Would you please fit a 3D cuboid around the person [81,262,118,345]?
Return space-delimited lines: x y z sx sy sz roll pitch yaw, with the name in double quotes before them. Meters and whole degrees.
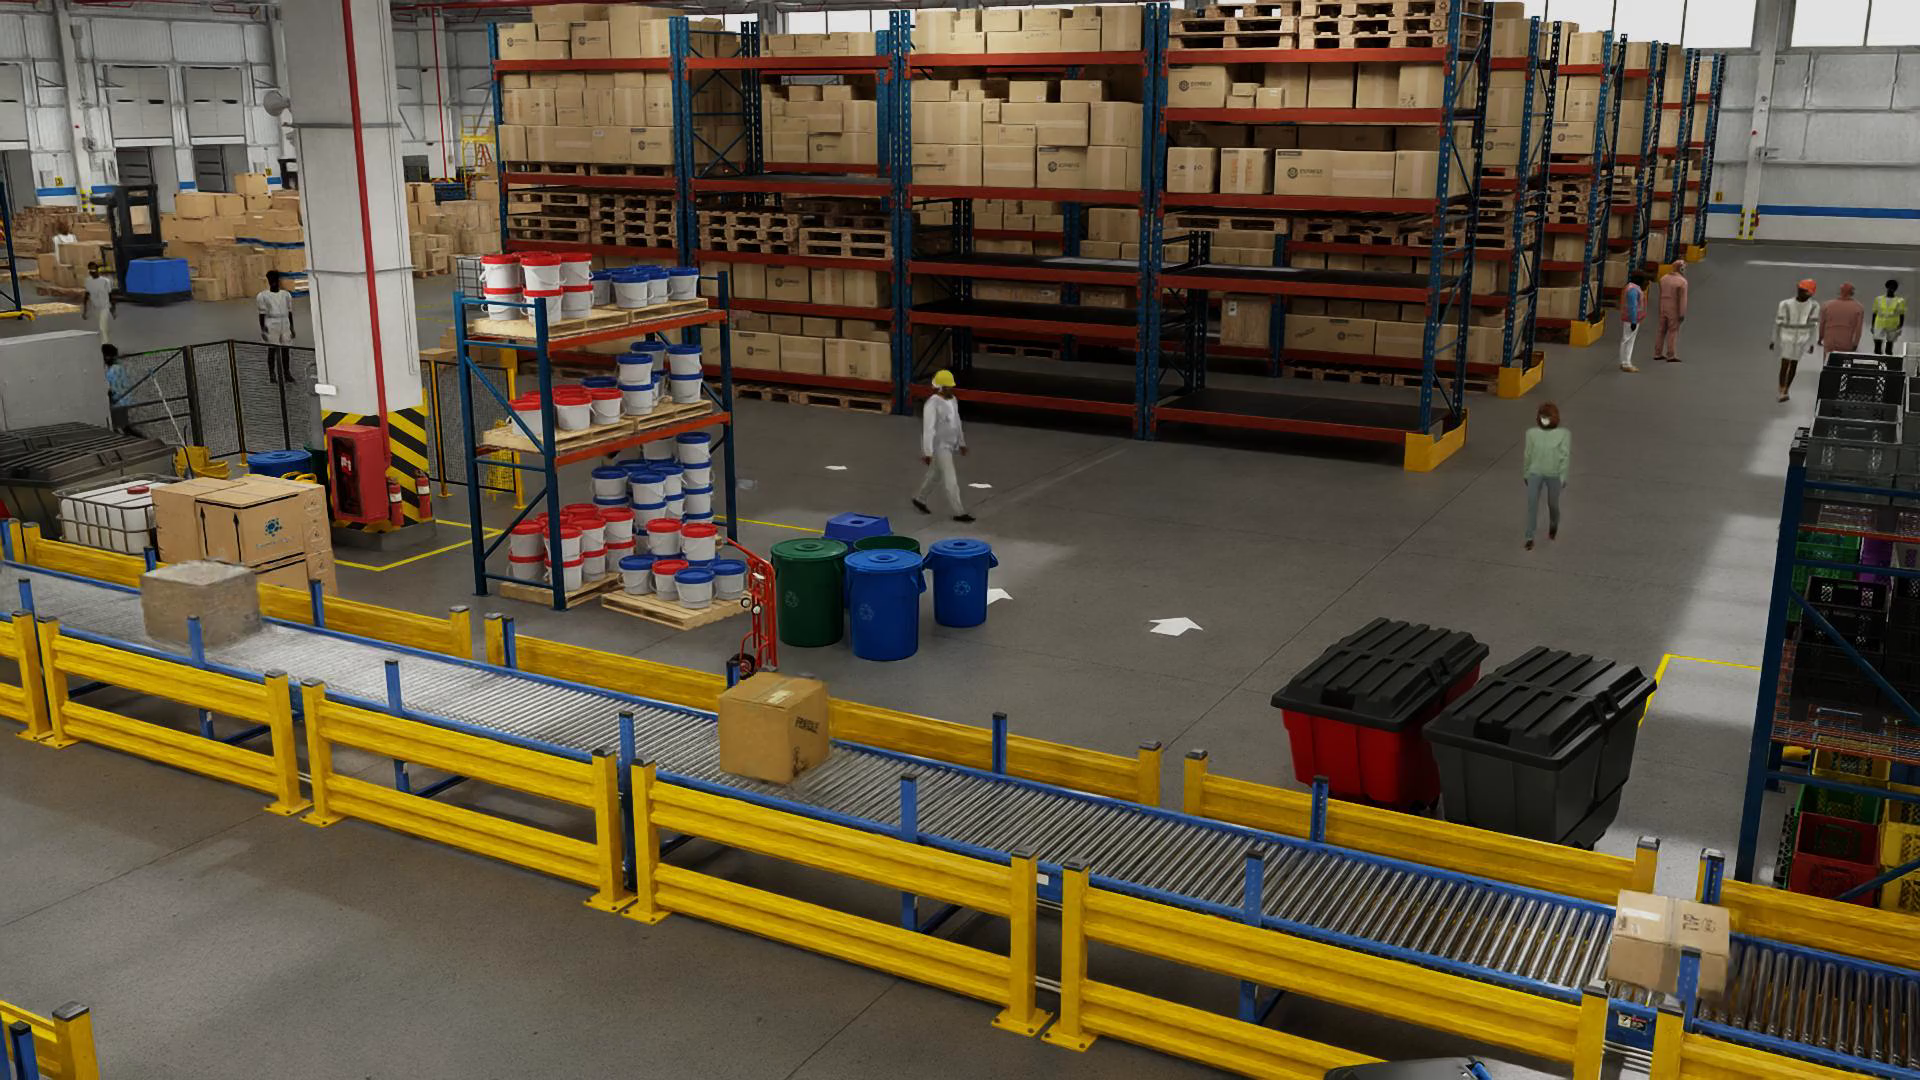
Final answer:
"person" -16.264 -4.314 31.325 0.524 1.828 0.914 3 15 9

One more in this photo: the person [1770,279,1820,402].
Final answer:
"person" 13.510 -3.213 26.896 0.640 1.985 0.996 4 16 16

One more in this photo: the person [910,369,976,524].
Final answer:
"person" -0.232 -1.114 19.379 0.901 1.800 0.590 7 16 25

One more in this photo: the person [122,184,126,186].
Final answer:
"person" -28.818 -11.338 57.531 0.374 1.935 0.552 2 15 6

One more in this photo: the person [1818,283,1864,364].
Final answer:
"person" 14.527 -3.306 27.480 0.644 1.859 0.979 8 17 28

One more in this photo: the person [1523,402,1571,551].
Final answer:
"person" 6.435 -0.729 18.263 0.499 1.609 0.738 8 17 27

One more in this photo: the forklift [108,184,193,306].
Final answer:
"forklift" -19.488 -7.072 39.686 1.873 2.768 1.129 8 17 28

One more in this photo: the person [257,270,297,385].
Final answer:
"person" -11.725 -3.651 28.576 0.362 1.963 0.614 13 20 40

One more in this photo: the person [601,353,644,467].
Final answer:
"person" -4.292 -1.628 21.552 0.787 1.670 0.540 4 16 16

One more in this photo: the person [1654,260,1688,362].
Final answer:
"person" 13.314 -4.274 31.052 0.400 1.901 0.643 -6 16 -21

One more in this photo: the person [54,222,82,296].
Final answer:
"person" -22.095 -6.934 41.120 0.782 1.864 0.580 7 16 24

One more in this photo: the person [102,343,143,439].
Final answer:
"person" -11.190 -1.799 22.199 0.834 1.666 0.528 -5 16 -19

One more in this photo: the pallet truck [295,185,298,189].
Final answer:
"pallet truck" -26.804 -14.617 69.738 1.885 1.965 0.823 -14 20 -42

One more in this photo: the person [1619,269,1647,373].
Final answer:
"person" 12.108 -3.946 29.924 0.429 1.844 0.627 4 15 16

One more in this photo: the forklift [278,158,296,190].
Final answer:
"forklift" -22.529 -11.525 56.427 1.873 2.768 1.129 8 17 28

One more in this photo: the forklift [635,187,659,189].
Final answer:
"forklift" -11.434 -12.668 60.724 1.129 2.768 1.873 -1 15 -3

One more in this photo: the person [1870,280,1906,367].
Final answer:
"person" 16.703 -3.860 29.958 0.536 1.655 0.852 10 18 33

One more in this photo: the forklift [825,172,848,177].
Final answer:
"forklift" -4.620 -13.133 62.470 1.129 2.768 1.873 8 17 28
